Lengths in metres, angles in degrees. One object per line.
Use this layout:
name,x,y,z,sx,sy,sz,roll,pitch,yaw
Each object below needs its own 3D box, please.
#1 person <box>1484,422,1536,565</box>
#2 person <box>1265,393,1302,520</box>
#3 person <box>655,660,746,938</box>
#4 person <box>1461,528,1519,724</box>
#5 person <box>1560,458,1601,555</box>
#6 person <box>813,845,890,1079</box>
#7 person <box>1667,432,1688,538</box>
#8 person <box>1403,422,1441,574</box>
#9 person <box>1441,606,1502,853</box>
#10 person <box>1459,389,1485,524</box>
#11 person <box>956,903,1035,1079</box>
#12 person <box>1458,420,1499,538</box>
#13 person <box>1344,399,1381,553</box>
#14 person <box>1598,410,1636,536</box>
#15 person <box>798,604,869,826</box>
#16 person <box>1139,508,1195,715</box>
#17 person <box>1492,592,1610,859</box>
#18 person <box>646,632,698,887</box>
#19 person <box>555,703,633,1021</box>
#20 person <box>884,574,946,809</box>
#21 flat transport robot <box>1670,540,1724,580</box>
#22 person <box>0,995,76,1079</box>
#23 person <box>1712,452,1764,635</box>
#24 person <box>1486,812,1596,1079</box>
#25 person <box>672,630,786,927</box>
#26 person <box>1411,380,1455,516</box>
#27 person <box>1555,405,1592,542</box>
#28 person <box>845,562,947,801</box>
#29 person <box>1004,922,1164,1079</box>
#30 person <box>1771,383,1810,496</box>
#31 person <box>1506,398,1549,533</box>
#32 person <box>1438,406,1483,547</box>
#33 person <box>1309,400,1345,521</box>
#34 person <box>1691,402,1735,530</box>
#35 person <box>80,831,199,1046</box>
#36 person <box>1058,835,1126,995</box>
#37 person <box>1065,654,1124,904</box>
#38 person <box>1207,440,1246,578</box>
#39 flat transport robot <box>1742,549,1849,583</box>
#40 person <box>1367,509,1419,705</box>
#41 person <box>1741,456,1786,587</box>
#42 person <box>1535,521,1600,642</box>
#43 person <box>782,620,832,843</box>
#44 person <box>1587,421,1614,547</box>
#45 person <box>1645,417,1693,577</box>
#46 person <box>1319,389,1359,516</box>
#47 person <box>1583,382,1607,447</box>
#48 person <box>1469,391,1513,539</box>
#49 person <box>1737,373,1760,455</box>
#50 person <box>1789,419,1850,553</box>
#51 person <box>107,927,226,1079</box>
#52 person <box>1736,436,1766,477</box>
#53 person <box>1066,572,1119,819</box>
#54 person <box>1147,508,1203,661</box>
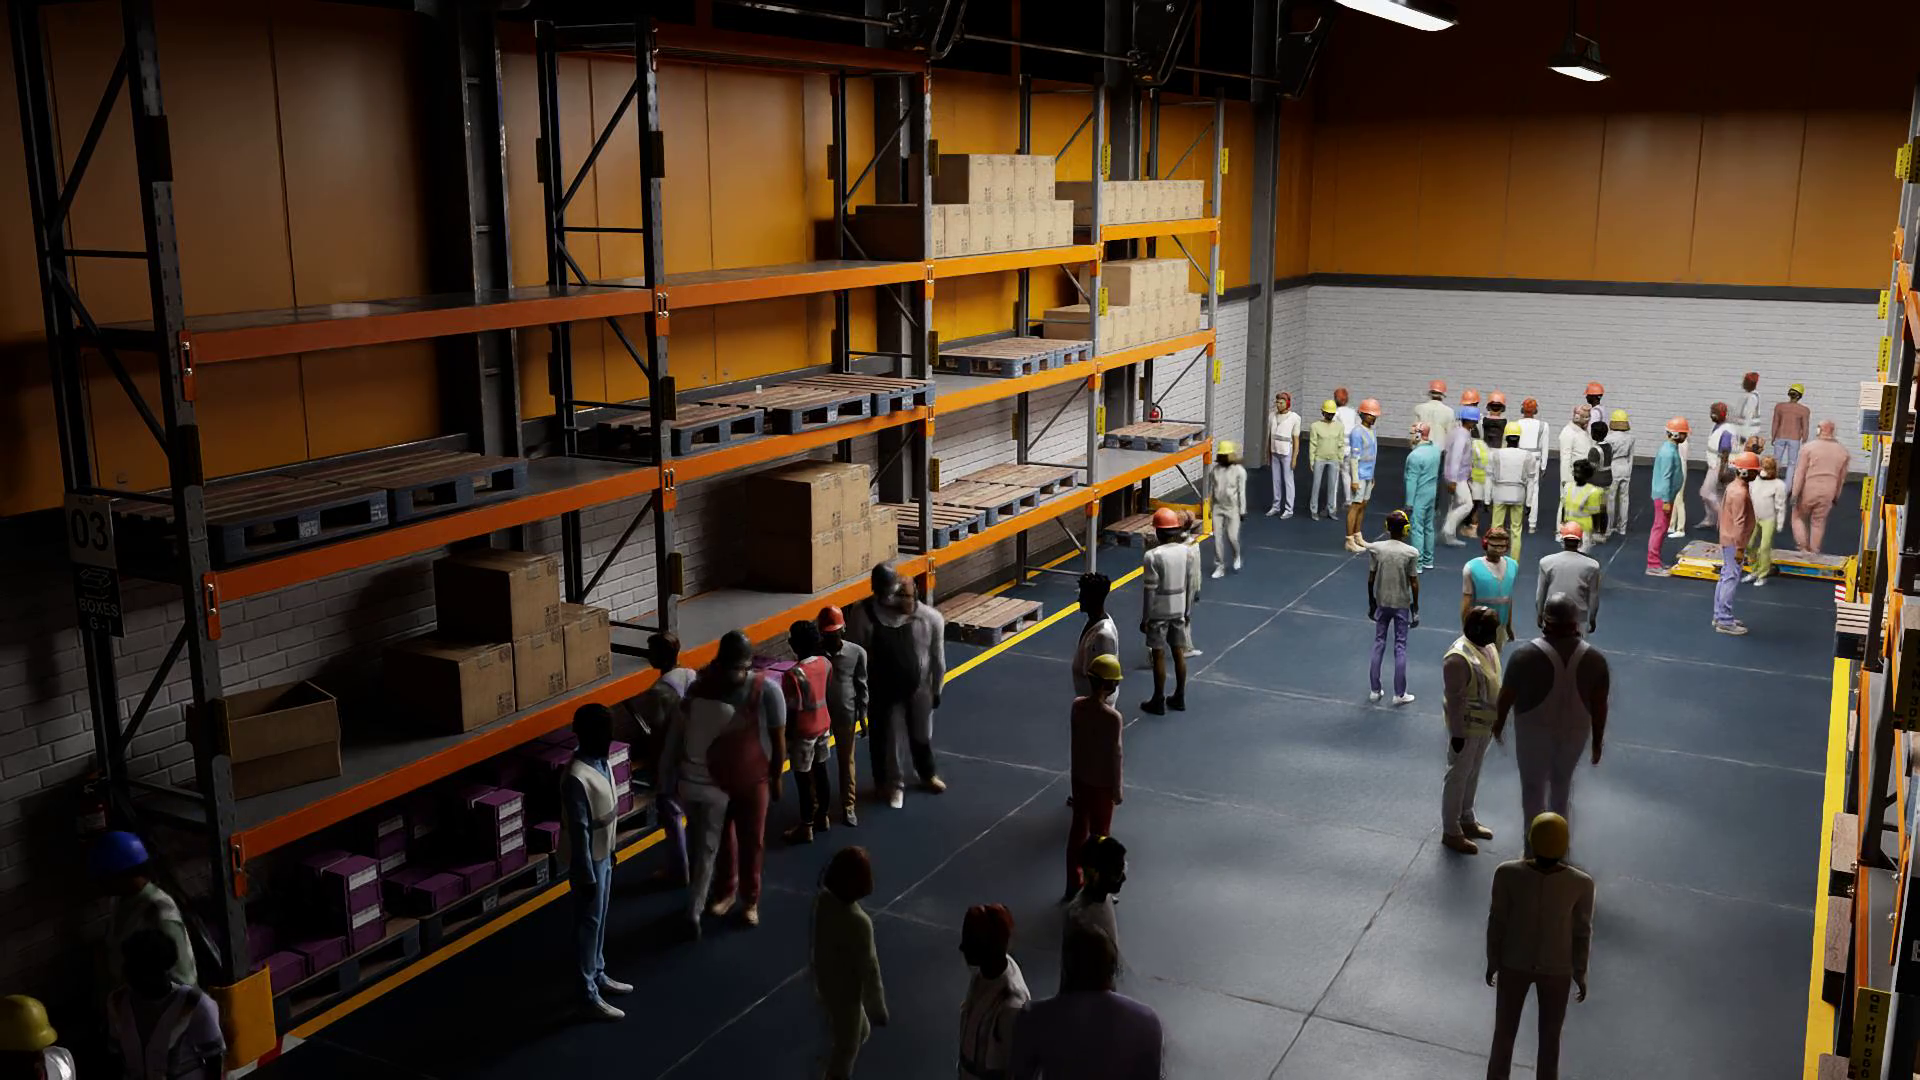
person,6.819,-0.510,20.673,0.586,1.920,0.397,3,13,14
person,4.684,-1.224,24.054,0.390,1.837,0.561,-9,16,-36
person,-1.656,1.667,11.126,0.626,1.829,0.834,5,13,20
person,4.764,0.782,15.057,0.565,1.841,0.384,-5,13,-21
person,7.343,-0.146,19.596,0.666,1.680,0.540,-6,14,-25
person,-0.589,2.345,8.572,0.381,1.622,0.506,-6,14,-24
person,9.831,-0.852,22.870,0.298,1.625,0.497,0,13,-2
person,5.740,-0.533,20.831,0.394,1.899,0.641,10,16,39
person,3.820,1.382,12.384,0.429,1.839,0.623,10,16,38
person,7.229,-1.186,23.680,0.385,1.929,0.543,-5,14,-22
person,0.156,2.481,7.350,0.337,1.883,0.584,-2,13,-10
person,7.139,-0.798,22.568,0.554,1.668,0.525,-2,13,-8
person,5.335,-0.852,21.925,0.387,2.039,0.615,9,15,34
person,9.044,-0.927,22.948,0.484,1.738,0.321,-4,13,-19
person,-0.978,1.341,12.748,0.563,1.753,0.327,-1,13,-3
person,1.892,0.655,15.414,0.551,1.932,0.378,-7,14,-28
person,4.273,1.336,12.125,0.706,2.000,0.856,0,13,2
person,-2.013,1.535,11.726,0.351,1.835,0.541,7,14,27
person,-2.196,1.893,9.912,0.391,1.919,0.587,0,13,0
person,-0.443,1.152,13.323,0.649,1.888,0.690,-1,13,-4
flat transport robot,9.467,0.247,21.000,0.652,0.197,1.431,8,15,32
person,-3.719,2.667,6.662,0.403,1.824,0.593,5,13,20
person,8.466,0.022,18.114,0.385,1.993,0.624,4,13,17
person,3.014,2.245,8.696,0.523,1.760,0.325,4,13,16
person,-1.551,1.564,11.106,0.738,2.000,0.577,2,13,8
person,6.906,-1.338,24.283,0.619,1.974,0.452,8,15,33
person,8.295,-0.883,22.397,0.399,1.897,0.648,12,17,43
person,-0.527,1.097,13.197,0.762,2.000,0.540,-6,14,-25
person,0.510,2.523,7.146,0.647,1.885,0.983,-1,13,-6
person,12.829,-1.554,25.722,0.533,1.753,0.342,11,16,40
person,7.847,-1.028,23.069,0.572,1.883,0.356,3,13,13
person,6.663,-0.834,22.099,0.458,1.923,0.642,4,13,19
person,5.259,-1.142,23.858,0.525,1.760,0.341,-1,13,-7
person,10.503,-1.011,23.108,0.457,1.825,0.604,3,13,13
person,-4.000,2.321,8.028,0.991,1.893,0.602,-10,16,-37
person,0.648,2.313,8.172,0.321,1.860,0.515,4,13,17
person,0.949,1.641,11.428,0.376,1.752,0.517,-7,15,-30
person,3.294,-0.391,20.558,0.496,1.725,0.440,7,15,30
flat transport robot,10.519,0.308,20.726,1.431,0.197,0.652,8,15,32
person,4.090,0.627,15.686,0.513,1.872,0.328,9,15,34
person,9.692,-0.226,20.071,0.398,1.608,0.528,-8,15,-32
person,5.736,0.683,15.723,0.569,1.744,0.349,7,15,30
person,-1.156,1.428,12.493,0.318,1.697,0.536,7,14,27
person,8.544,-0.752,22.273,0.538,1.692,0.320,-12,17,-42
person,8.802,-0.540,20.662,0.407,1.987,0.620,7,14,28
person,5.597,-1.297,24.383,0.711,1.853,0.511,-7,15,-30
person,9.246,-1.342,24.356,0.371,1.933,0.550,8,15,31
person,7.235,-1.011,22.663,0.619,2.028,0.409,4,13,17
person,12.365,-1.695,26.114,0.386,1.867,0.619,7,14,29
person,10.879,-0.591,21.127,0.684,1.876,0.450,1,13,3
person,-3.577,2.537,7.520,0.539,1.698,0.318,2,13,7
person,10.137,-0.535,21.434,0.312,1.632,0.526,1,13,4
person,1.044,1.203,12.888,0.368,1.966,0.603,-1,13,-4
person,2.212,0.475,16.948,0.750,1.610,0.526,-8,15,-31
